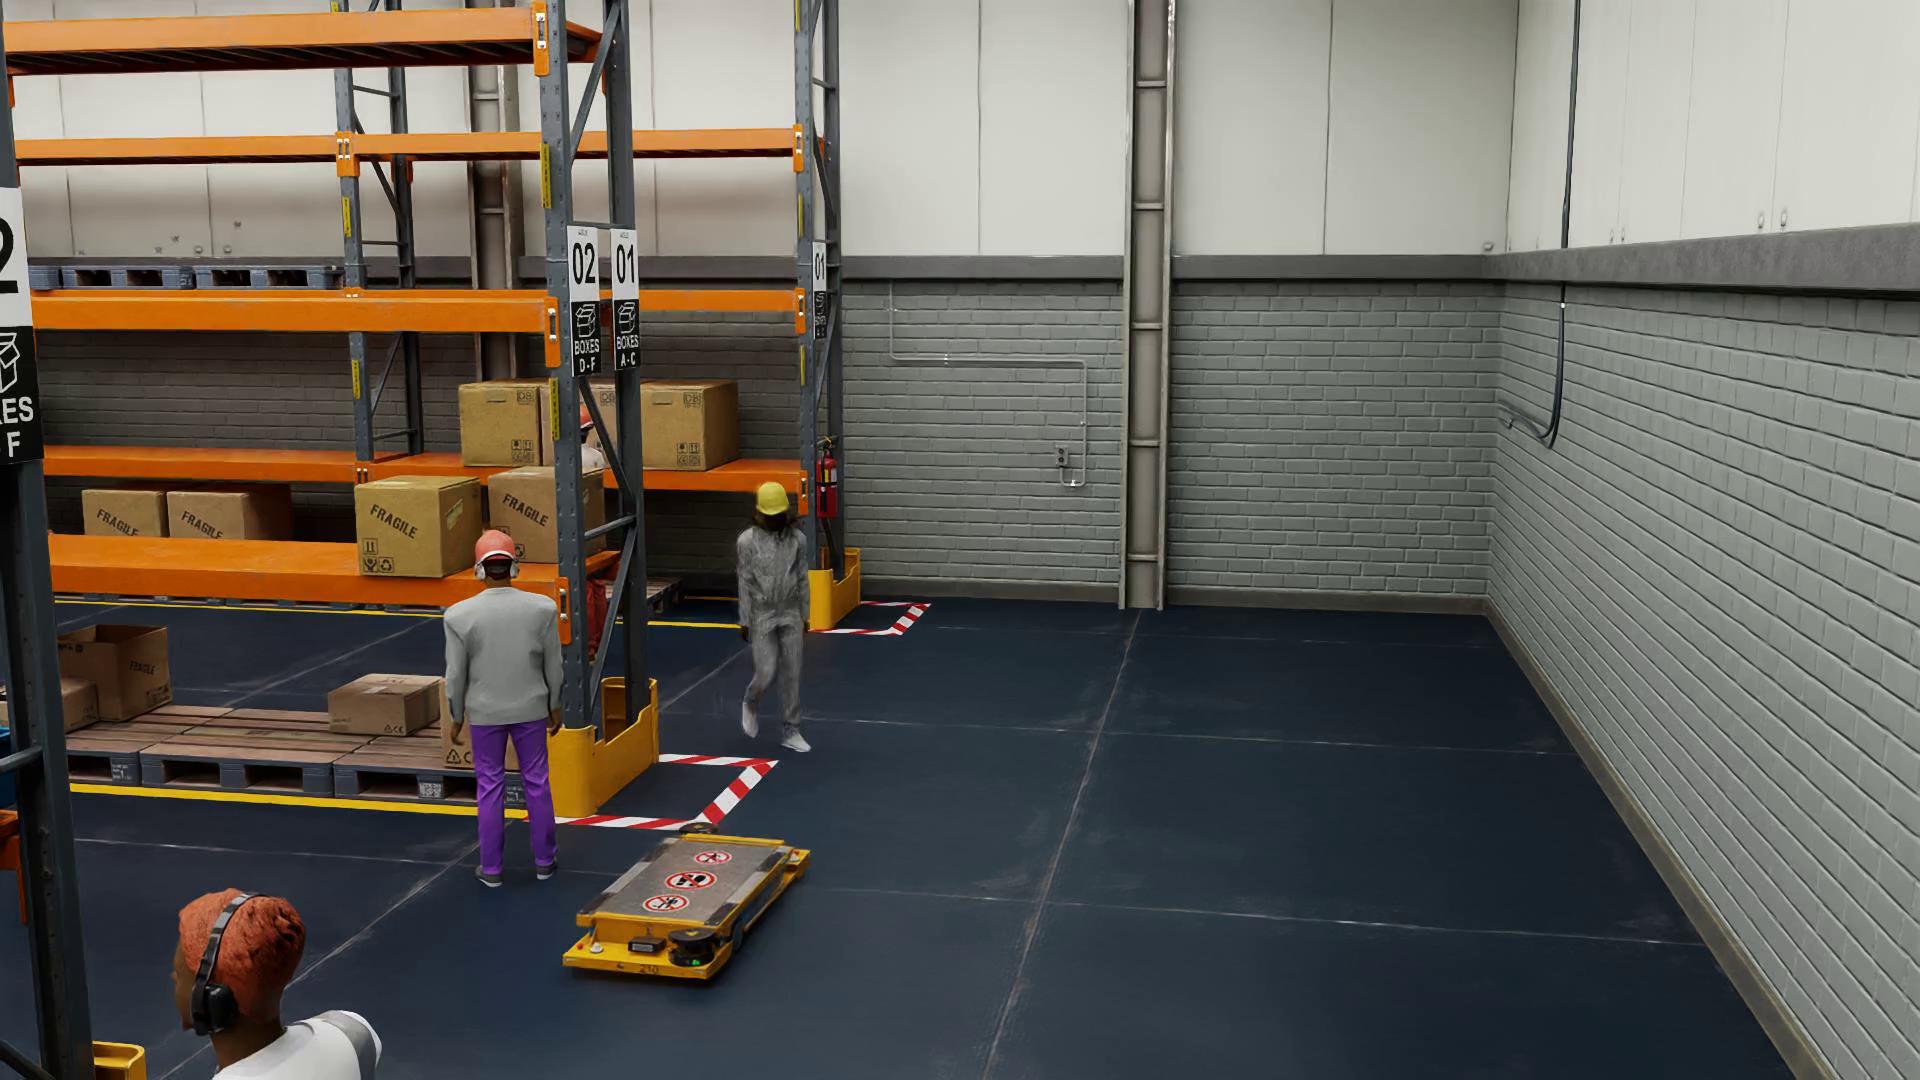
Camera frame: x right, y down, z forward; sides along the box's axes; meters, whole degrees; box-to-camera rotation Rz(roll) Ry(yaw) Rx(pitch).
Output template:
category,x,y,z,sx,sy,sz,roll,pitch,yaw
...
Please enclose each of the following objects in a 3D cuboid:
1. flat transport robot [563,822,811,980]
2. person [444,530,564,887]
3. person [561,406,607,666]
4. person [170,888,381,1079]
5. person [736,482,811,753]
category,x,y,z,sx,sy,sz,roll,pitch,yaw
flat transport robot,-1.214,1.628,7.659,0.652,0.197,1.431,2,9,12
person,-2.221,0.817,8.132,0.560,1.743,0.341,-4,10,-21
person,-2.889,-0.036,12.651,0.376,1.995,0.612,1,9,8
person,-1.291,1.556,3.116,0.356,1.884,0.574,2,9,12
person,-1.158,0.472,10.342,0.509,1.711,0.448,-6,11,-32
